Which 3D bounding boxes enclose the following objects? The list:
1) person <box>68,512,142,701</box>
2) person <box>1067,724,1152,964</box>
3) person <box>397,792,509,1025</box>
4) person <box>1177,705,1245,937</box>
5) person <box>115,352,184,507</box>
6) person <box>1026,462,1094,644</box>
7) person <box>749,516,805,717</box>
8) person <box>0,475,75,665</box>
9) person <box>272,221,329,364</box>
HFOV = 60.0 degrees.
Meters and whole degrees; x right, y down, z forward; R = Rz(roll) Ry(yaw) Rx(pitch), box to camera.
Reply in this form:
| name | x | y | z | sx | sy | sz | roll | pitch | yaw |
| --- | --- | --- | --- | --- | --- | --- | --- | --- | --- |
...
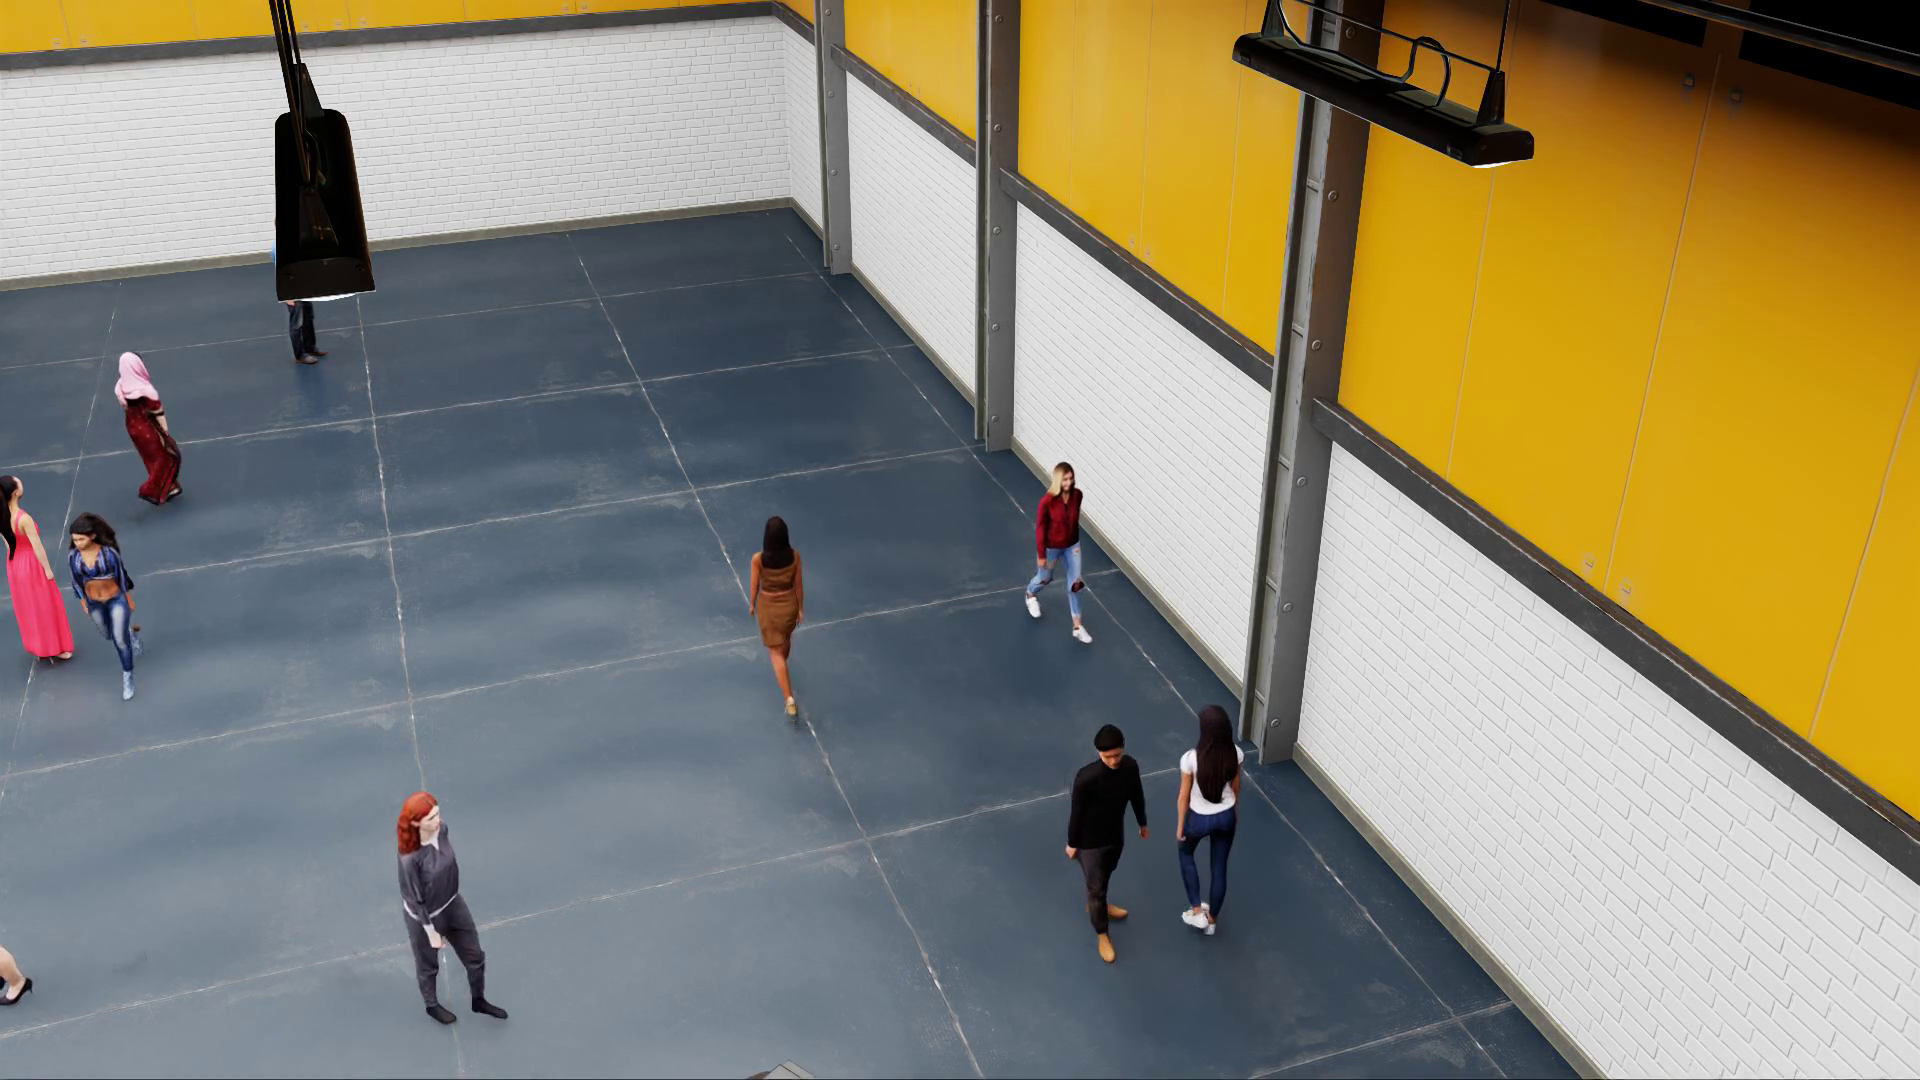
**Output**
| name | x | y | z | sx | sy | sz | roll | pitch | yaw |
| --- | --- | --- | --- | --- | --- | --- | --- | --- | --- |
| person | -6.949 | 0.483 | 13.590 | 0.735 | 1.603 | 1.017 | -5 | 29 | -9 |
| person | 0.898 | 1.880 | 10.924 | 0.848 | 1.704 | 0.887 | -24 | 36 | -36 |
| person | -3.290 | 2.267 | 10.169 | 0.885 | 1.748 | 0.826 | 13 | 31 | 22 |
| person | 1.642 | 1.890 | 10.837 | 0.667 | 1.770 | 0.635 | -2 | 29 | -4 |
| person | -8.054 | -1.061 | 16.389 | 0.895 | 1.633 | 0.958 | 11 | 31 | 20 |
| person | 0.815 | 0.050 | 14.392 | 0.738 | 1.595 | 1.135 | -15 | 32 | -25 |
| person | -1.438 | 0.633 | 13.267 | 0.605 | 1.649 | 1.082 | -12 | 31 | -21 |
| person | -7.778 | 0.252 | 13.888 | 0.709 | 1.724 | 0.764 | 11 | 31 | 20 |
| person | -7.902 | -3.015 | 19.783 | 0.780 | 1.813 | 0.656 | 3 | 29 | 6 |
